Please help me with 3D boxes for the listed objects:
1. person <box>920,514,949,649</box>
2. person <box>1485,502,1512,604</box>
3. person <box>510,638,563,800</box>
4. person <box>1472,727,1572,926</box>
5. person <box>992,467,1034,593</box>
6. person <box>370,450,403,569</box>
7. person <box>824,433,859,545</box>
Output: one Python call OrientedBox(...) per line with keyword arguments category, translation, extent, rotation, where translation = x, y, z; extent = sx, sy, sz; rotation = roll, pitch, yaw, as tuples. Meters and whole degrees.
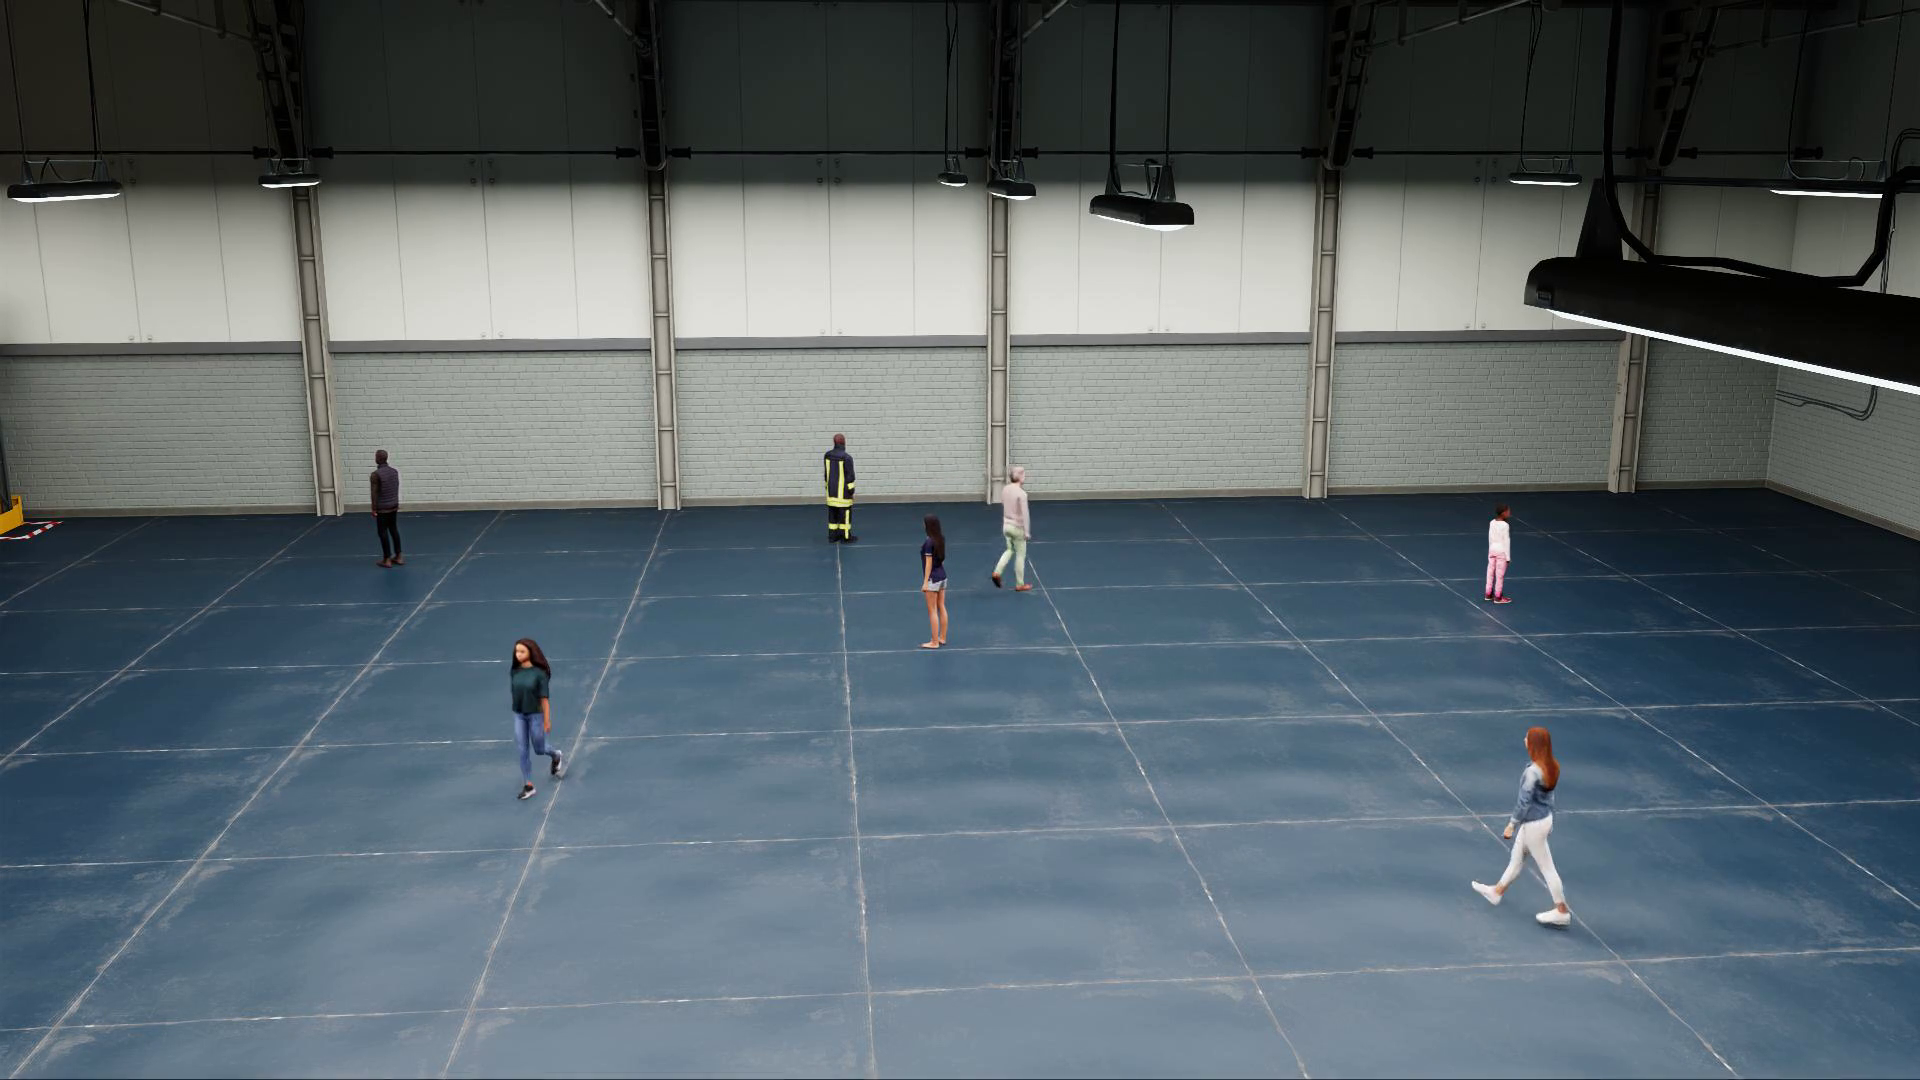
OrientedBox(category="person", translation=(-0.321, 0.524, 21.576), extent=(0.702, 1.766, 0.663), rotation=(8, 15, 31))
OrientedBox(category="person", translation=(7.715, 0.165, 23.815), extent=(0.591, 1.455, 0.606), rotation=(-6, 14, -23))
OrientedBox(category="person", translation=(-4.263, 1.750, 16.649), extent=(0.945, 1.600, 0.867), rotation=(4, 14, 18))
OrientedBox(category="person", translation=(4.843, 2.394, 13.730), extent=(1.153, 1.662, 1.054), rotation=(9, 16, 35))
OrientedBox(category="person", translation=(0.737, -0.138, 24.224), extent=(1.048, 1.862, 0.959), rotation=(-11, 17, -39))
OrientedBox(category="person", translation=(-8.921, -0.502, 25.851), extent=(0.754, 1.837, 0.767), rotation=(6, 14, 23))
OrientedBox(category="person", translation=(-1.984, -0.865, 27.452), extent=(0.838, 1.821, 0.918), rotation=(9, 16, 34))
